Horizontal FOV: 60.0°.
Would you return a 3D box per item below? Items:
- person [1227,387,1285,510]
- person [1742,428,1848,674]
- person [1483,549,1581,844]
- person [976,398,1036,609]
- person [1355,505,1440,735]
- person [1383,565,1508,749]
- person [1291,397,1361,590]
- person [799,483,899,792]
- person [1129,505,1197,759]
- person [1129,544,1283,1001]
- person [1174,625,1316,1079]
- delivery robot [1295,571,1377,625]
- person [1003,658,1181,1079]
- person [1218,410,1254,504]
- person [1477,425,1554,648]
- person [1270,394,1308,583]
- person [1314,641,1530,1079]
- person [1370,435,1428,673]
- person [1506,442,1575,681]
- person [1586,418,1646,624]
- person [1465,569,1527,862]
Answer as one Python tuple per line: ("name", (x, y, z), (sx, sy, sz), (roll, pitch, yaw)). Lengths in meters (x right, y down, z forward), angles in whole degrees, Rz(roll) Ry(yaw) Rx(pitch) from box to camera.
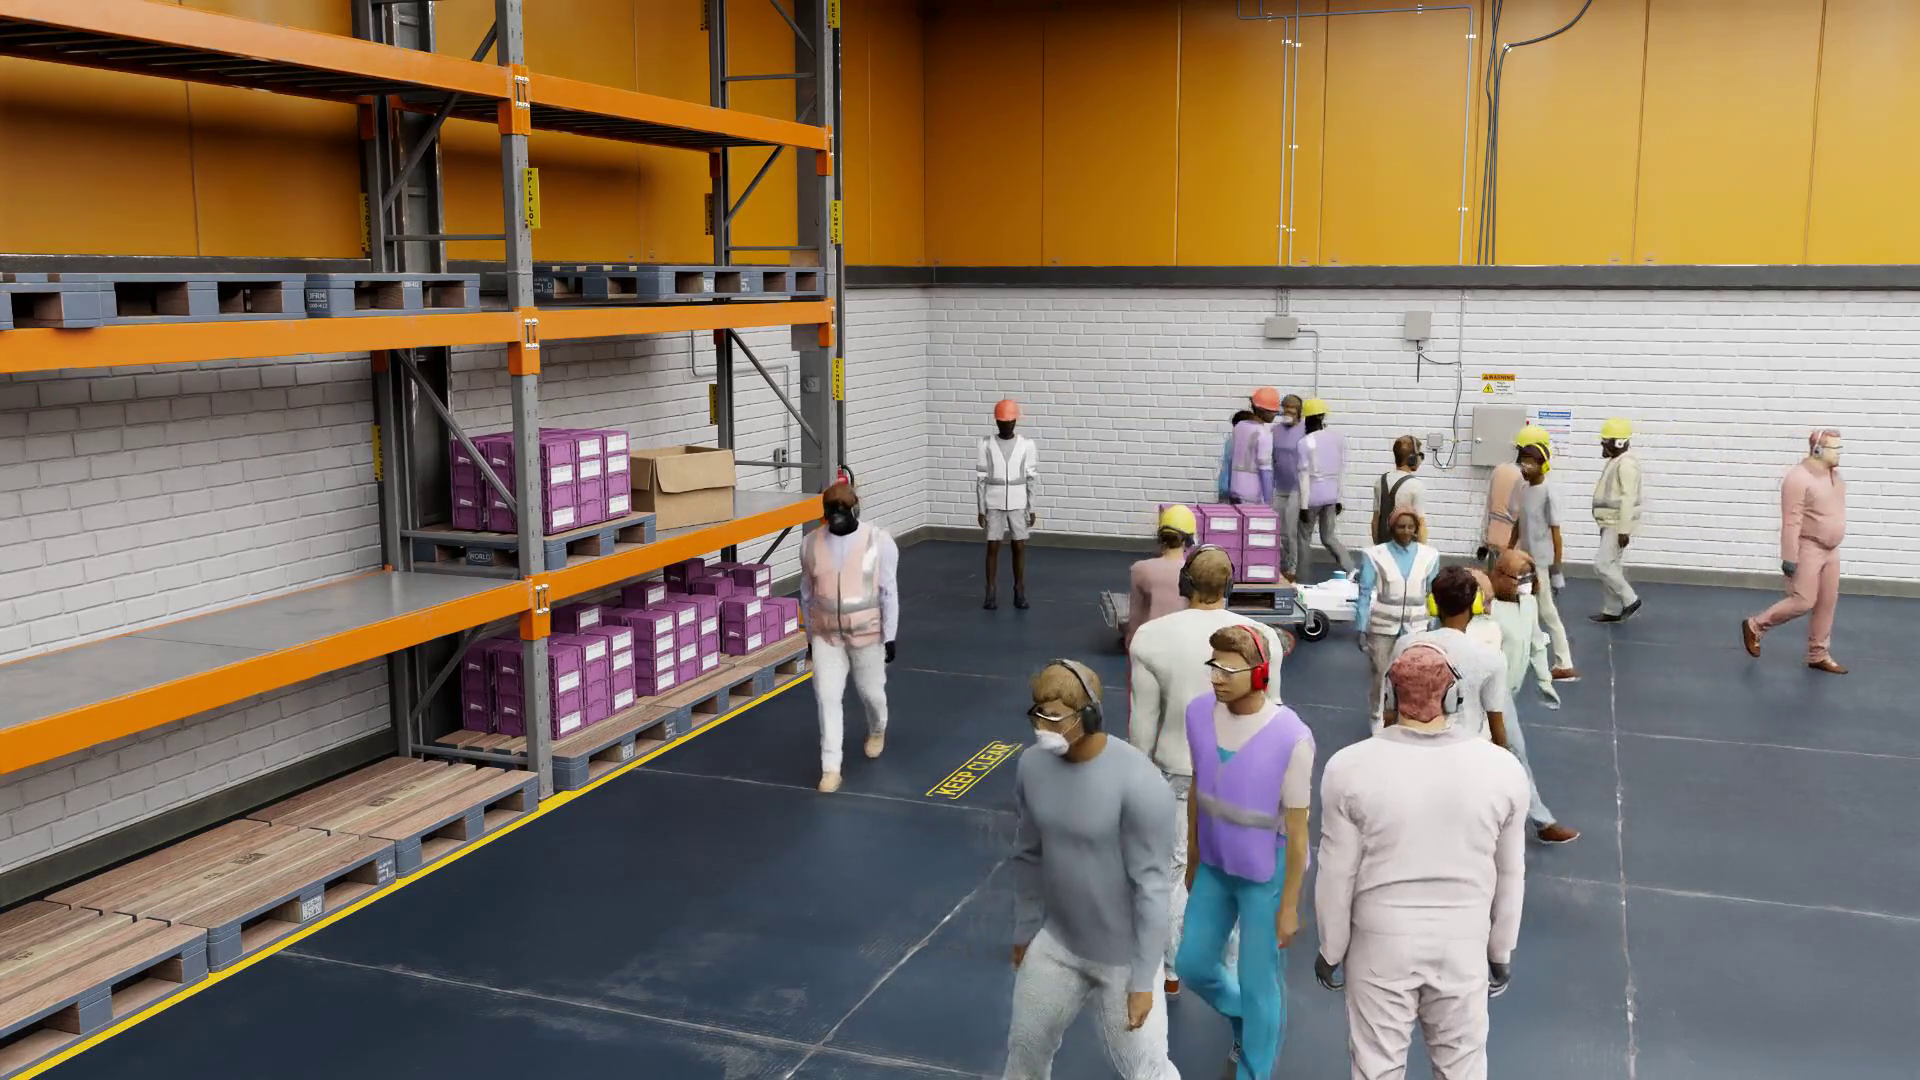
("person", (2.697, -0.436, 15.592), (0.600, 1.999, 0.643), (-3, 9, -17))
("person", (6.480, 0.071, 12.775), (0.652, 1.889, 0.662), (-6, 11, -34))
("person", (2.955, 0.827, 8.950), (0.493, 1.572, 0.868), (-9, 13, -44))
("person", (0.419, -0.321, 15.078), (0.546, 1.935, 0.386), (0, 9, -3))
("person", (2.777, 0.559, 10.607), (0.534, 1.593, 0.871), (1, 9, 4))
("person", (2.055, 1.012, 7.129), (0.531, 1.809, 0.976), (8, 12, 42))
("person", (3.452, -0.403, 15.746), (0.607, 1.895, 0.806), (-5, 10, -28))
("person", (-0.654, 0.542, 10.026), (0.621, 1.819, 0.829), (1, 9, 9))
("person", (1.201, 0.655, 9.615), (0.539, 1.722, 0.909), (4, 10, 24))
("person", (1.017, 0.971, 6.937), (0.633, 1.940, 0.368), (1, 9, 7))
("person", (1.019, 1.188, 5.914), (0.430, 1.831, 0.582), (-7, 11, -37))
("delivery robot", (3.174, 0.504, 13.911), (0.707, 0.478, 0.477), (1, 9, 6))
("person", (0.352, 1.285, 5.232), (0.598, 1.892, 0.743), (-8, 12, -40))
("person", (2.802, -0.486, 16.898), (0.350, 1.673, 0.616), (-1, 9, -7))
("person", (4.417, 0.035, 13.027), (0.974, 1.867, 0.613), (-2, 9, -12))
("person", (3.275, -0.486, 16.219), (0.536, 1.900, 0.639), (-6, 11, -32))
("person", (1.429, 1.259, 5.243), (0.643, 1.905, 0.399), (0, 9, 2))
("person", (3.316, 0.130, 12.516), (0.328, 1.842, 0.516), (-5, 10, -30))
("person", (4.165, 0.178, 12.307), (0.963, 1.811, 0.582), (0, 9, 1))
("person", (5.643, -0.147, 14.334), (0.416, 1.815, 0.616), (2, 9, 11))
("person", (2.519, 0.948, 8.111), (0.523, 1.615, 0.587), (-9, 12, -43))
